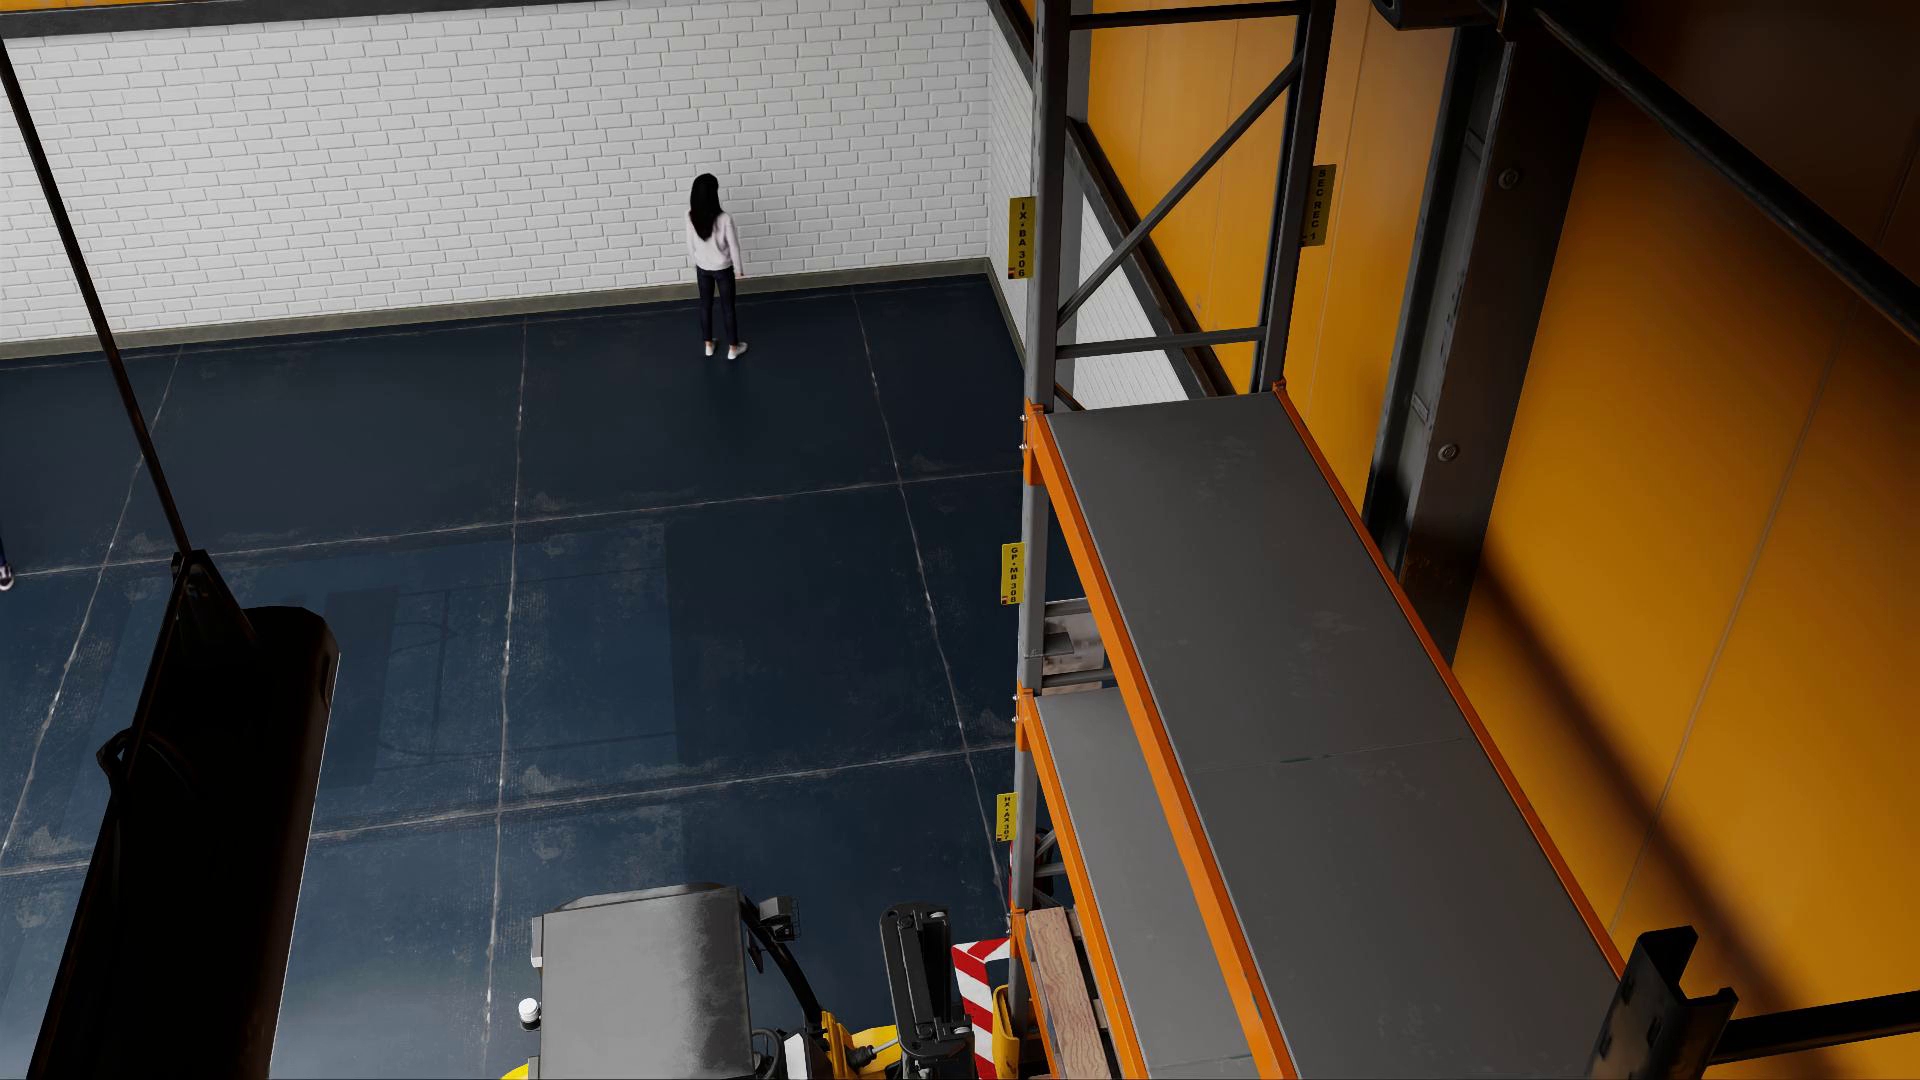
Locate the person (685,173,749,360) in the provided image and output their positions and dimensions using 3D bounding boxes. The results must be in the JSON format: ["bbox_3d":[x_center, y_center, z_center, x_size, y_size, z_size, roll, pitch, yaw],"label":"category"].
[{"bbox_3d":[-2.102,-2.336,14.201,0.701,1.701,0.698,11,40,13],"label":"person"}]
